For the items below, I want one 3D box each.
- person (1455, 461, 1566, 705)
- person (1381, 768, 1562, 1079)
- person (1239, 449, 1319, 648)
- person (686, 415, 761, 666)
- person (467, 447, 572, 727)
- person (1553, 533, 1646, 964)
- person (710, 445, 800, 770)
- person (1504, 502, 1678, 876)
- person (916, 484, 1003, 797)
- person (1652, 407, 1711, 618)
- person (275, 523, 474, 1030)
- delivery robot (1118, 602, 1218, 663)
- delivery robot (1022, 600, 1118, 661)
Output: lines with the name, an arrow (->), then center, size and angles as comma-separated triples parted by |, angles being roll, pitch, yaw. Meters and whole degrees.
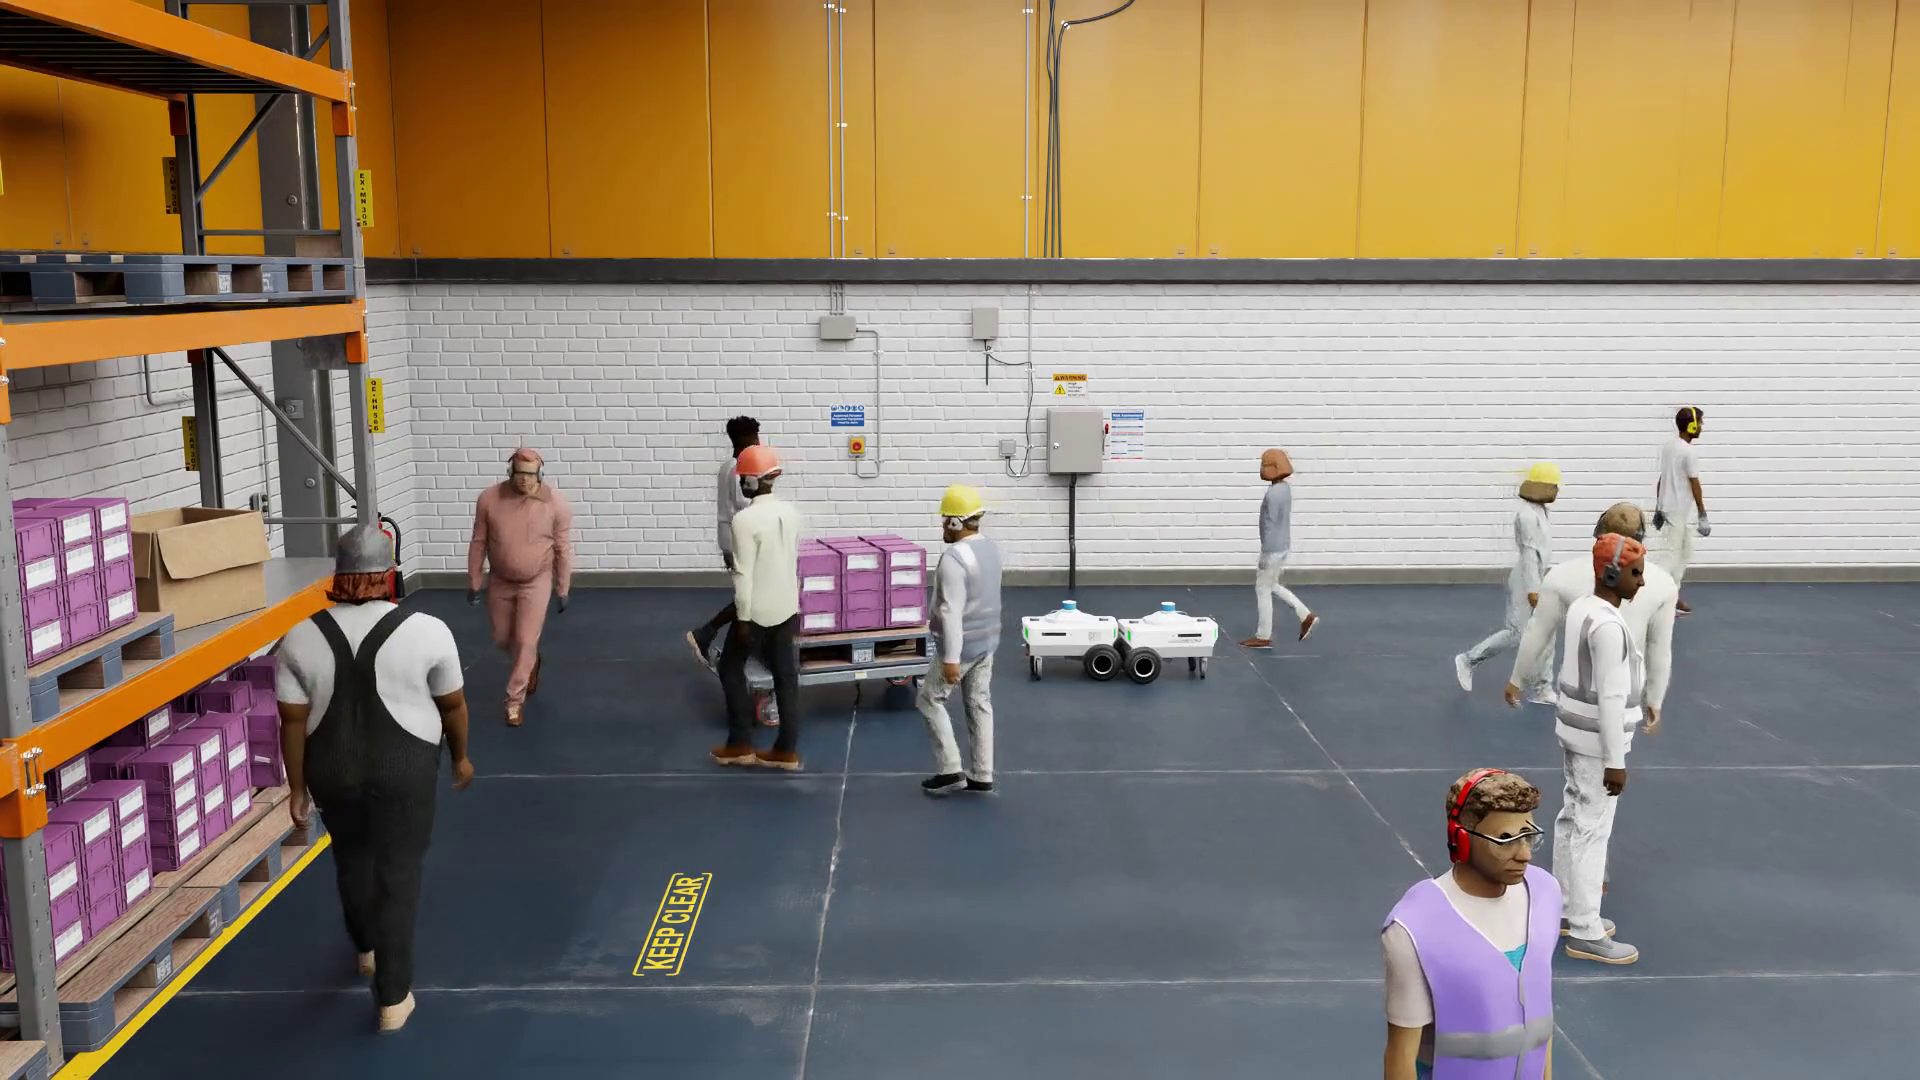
person -> 3.912, 0.293, 11.621 | 0.735, 1.711, 0.493 | 7, 12, 37
person -> 1.264, 1.450, 4.180 | 0.567, 1.836, 0.386 | -6, 11, -32
person -> 2.537, 0.079, 13.226 | 0.536, 1.615, 0.509 | 4, 10, 24
person -> -1.693, 0.030, 12.516 | 0.685, 1.951, 0.615 | -3, 10, -19
person -> -2.963, 0.276, 11.303 | 0.695, 1.867, 0.793 | 0, 9, -1
person -> 2.824, 0.904, 7.356 | 0.353, 1.886, 0.572 | 1, 9, 6
person -> -1.264, 0.408, 10.111 | 0.706, 1.972, 0.659 | 6, 11, 32
person -> 3.137, 0.747, 8.339 | 0.738, 1.878, 0.979 | 0, 9, 1
person -> -0.026, 0.582, 9.535 | 0.531, 1.814, 0.626 | 5, 11, 29
person -> 6.277, -0.223, 14.396 | 0.616, 1.849, 0.537 | 0, 9, 1
person -> -2.382, 0.901, 6.900 | 0.700, 2.000, 0.957 | -1, 9, -3
delivery robot -> 1.545, 0.705, 12.356 | 0.707, 0.478, 0.477 | -1, 9, -7
delivery robot -> 0.813, 0.696, 12.417 | 0.707, 0.478, 0.477 | 0, 9, 0
